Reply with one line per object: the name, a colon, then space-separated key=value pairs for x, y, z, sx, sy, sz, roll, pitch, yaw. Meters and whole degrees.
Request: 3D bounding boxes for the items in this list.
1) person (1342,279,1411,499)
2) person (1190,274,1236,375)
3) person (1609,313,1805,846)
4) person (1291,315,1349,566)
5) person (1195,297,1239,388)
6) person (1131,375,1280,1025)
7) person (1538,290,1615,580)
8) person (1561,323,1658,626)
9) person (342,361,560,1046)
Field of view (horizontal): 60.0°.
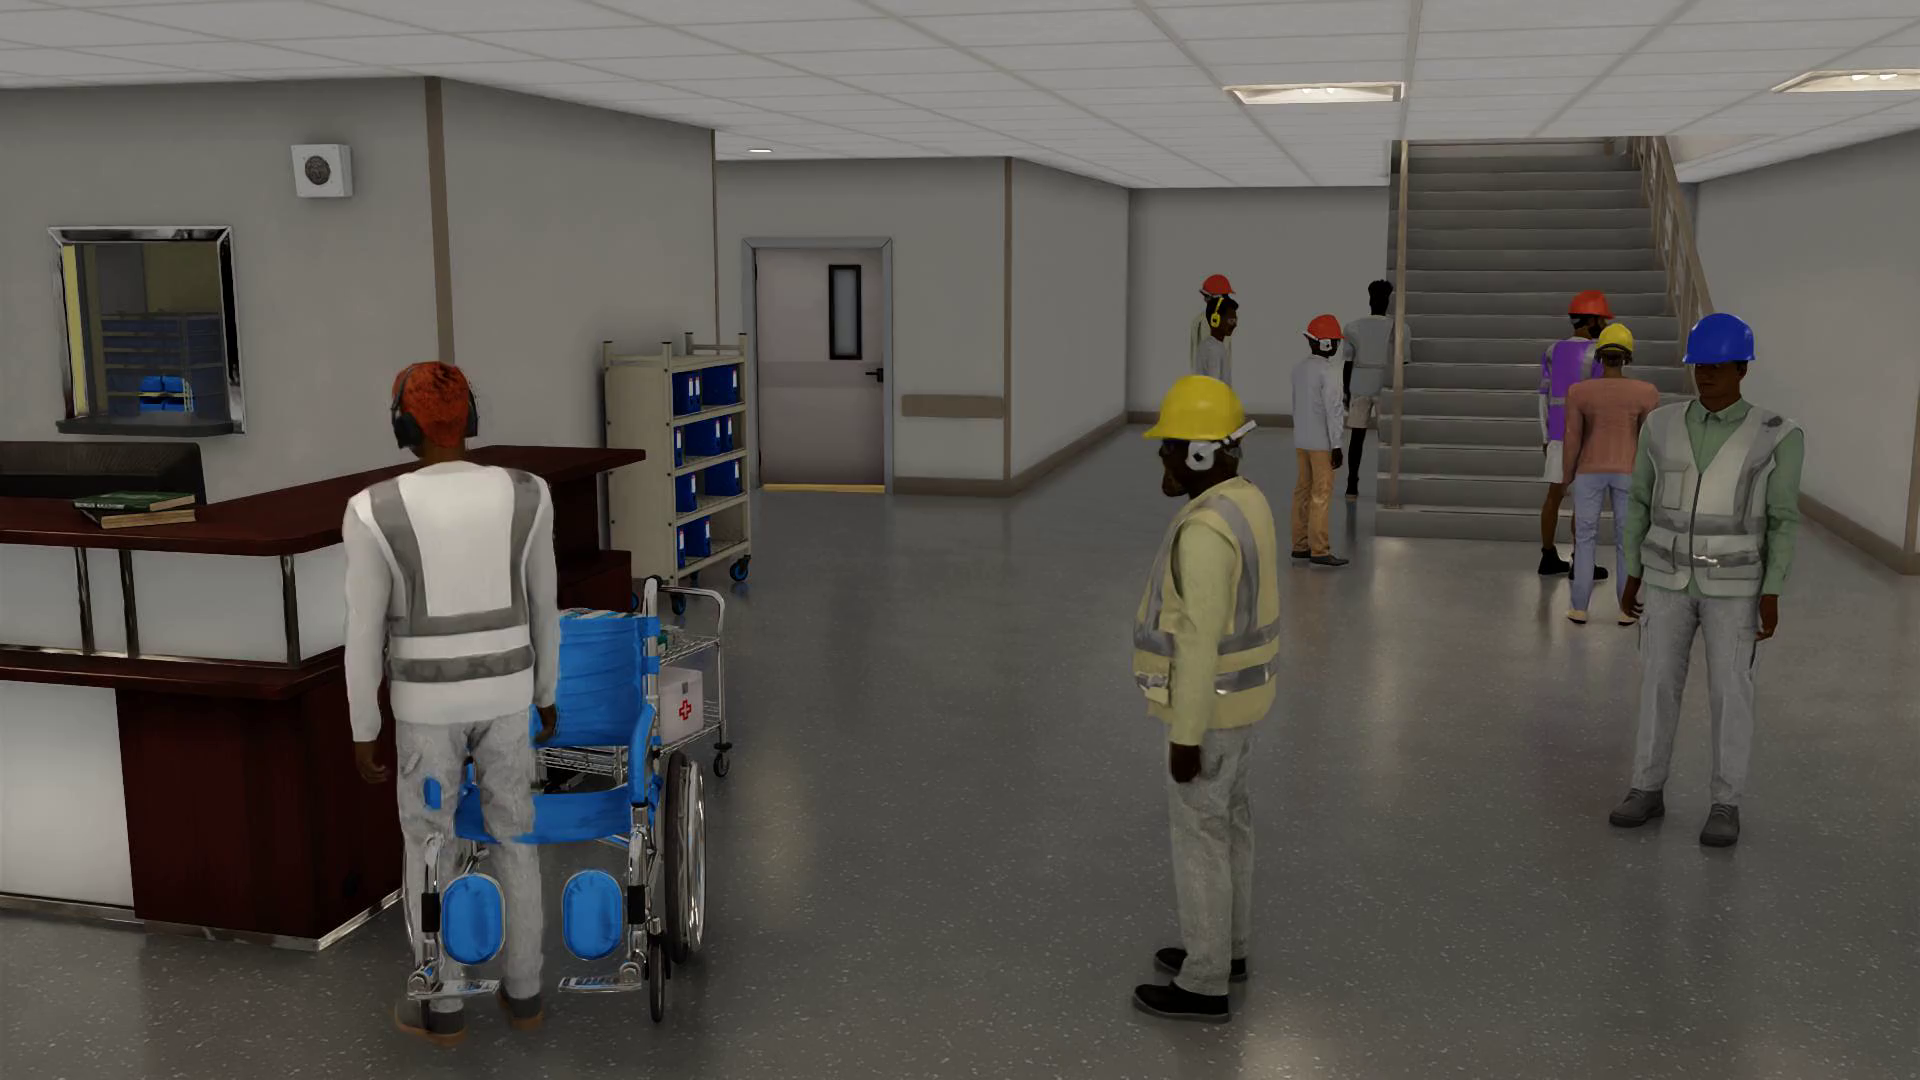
person: x=3.696 y=-1.329 z=14.786 sx=0.599 sy=1.955 sz=0.368 roll=4 pitch=11 yaw=24
person: x=2.297 y=-1.403 z=15.103 sx=0.379 sy=1.996 sz=0.611 roll=-3 pitch=10 yaw=-18
person: x=2.748 y=0.142 z=6.147 sx=0.603 sy=1.949 sz=0.384 roll=8 pitch=13 yaw=41
person: x=2.527 y=-0.697 z=11.660 sx=0.324 sy=1.752 sz=0.562 roll=-3 pitch=10 yaw=-18
person: x=1.856 y=-0.827 z=12.108 sx=0.331 sy=1.865 sz=0.519 roll=0 pitch=10 yaw=0
person: x=0.693 y=0.447 z=4.730 sx=0.403 sy=1.827 sz=0.600 roll=4 pitch=10 yaw=21
person: x=4.147 y=-0.702 z=11.155 sx=0.374 sy=1.934 sz=0.548 roll=-5 pitch=11 yaw=-29
person: x=3.792 y=-0.377 z=9.741 sx=0.522 sy=1.769 sz=0.318 roll=3 pitch=10 yaw=17
person: x=-1.377 y=0.448 z=4.566 sx=0.597 sy=1.872 sz=0.362 roll=-6 pitch=11 yaw=-31
